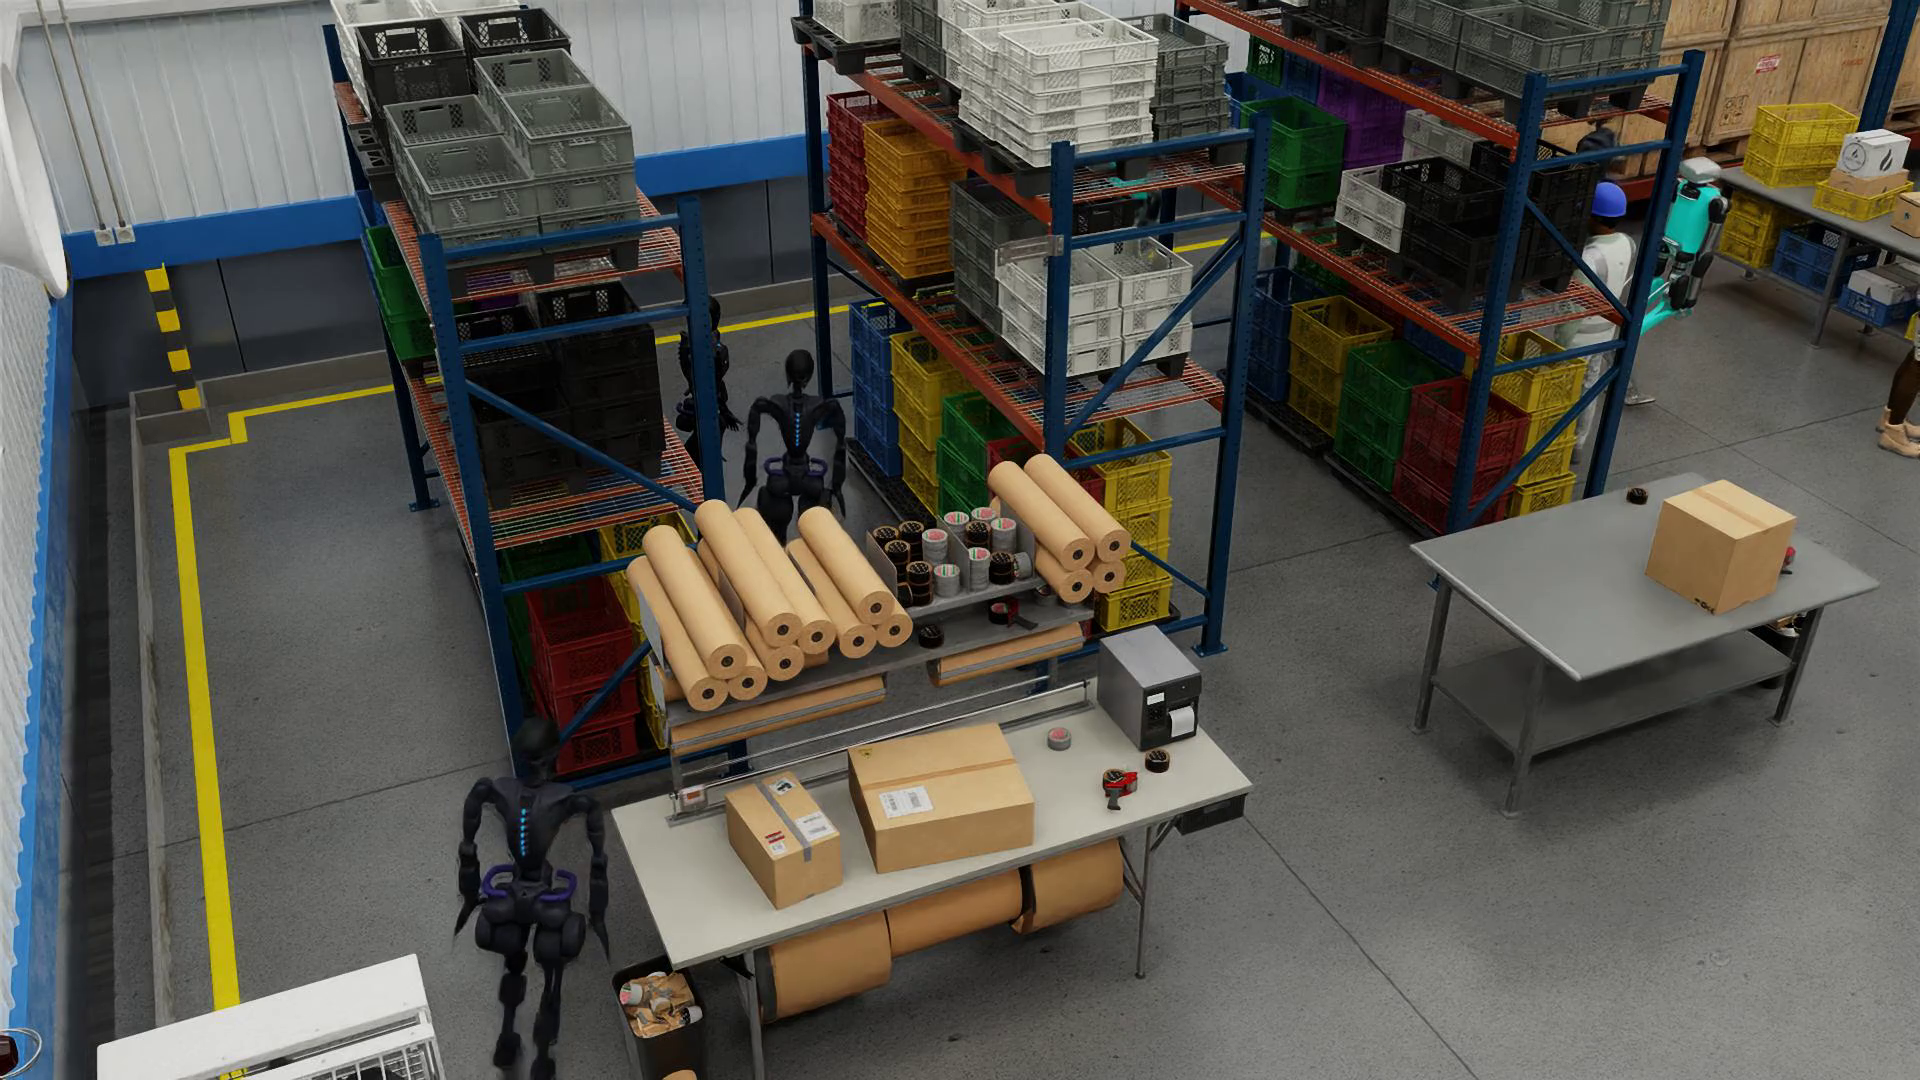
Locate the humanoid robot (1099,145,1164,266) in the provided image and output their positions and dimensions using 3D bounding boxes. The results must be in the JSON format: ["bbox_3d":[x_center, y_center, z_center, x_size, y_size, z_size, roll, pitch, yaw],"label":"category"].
[{"bbox_3d":[1.106,-2.150,12.116,0.530,1.852,0.704,25,40,35],"label":"humanoid robot"}]

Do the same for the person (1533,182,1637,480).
[{"bbox_3d":[3.920,-1.305,10.490,0.600,1.948,0.383,-28,41,-37],"label":"person"}]

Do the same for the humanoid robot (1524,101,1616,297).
[{"bbox_3d":[4.871,-2.627,12.932,0.778,1.620,0.591,23,38,33],"label":"humanoid robot"}]

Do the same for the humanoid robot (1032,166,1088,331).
[{"bbox_3d":[0.577,-2.244,12.243,0.680,1.839,0.533,-16,35,-24],"label":"humanoid robot"}]

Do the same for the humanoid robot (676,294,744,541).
[{"bbox_3d":[-1.465,-0.666,9.694,0.315,1.657,0.599,4,32,6],"label":"humanoid robot"}]

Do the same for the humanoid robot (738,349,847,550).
[{"bbox_3d":[-0.924,-0.303,9.147,0.616,1.637,0.609,-3,32,-4],"label":"humanoid robot"}]

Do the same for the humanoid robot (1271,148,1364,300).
[{"bbox_3d":[2.669,-2.495,12.666,0.793,1.799,0.549,19,36,28],"label":"humanoid robot"}]

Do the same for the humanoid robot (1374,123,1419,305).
[{"bbox_3d":[3.338,-2.378,12.530,0.602,1.645,0.608,23,39,33],"label":"humanoid robot"}]

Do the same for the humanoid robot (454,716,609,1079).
[{"bbox_3d":[-1.641,1.423,6.329,0.629,1.626,0.494,1,32,2],"label":"humanoid robot"}]

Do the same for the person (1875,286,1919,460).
[{"bbox_3d":[6.397,-1.521,10.752,0.395,2.043,0.607,15,35,23],"label":"person"}]

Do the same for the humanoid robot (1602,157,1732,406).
[{"bbox_3d":[4.663,-1.725,11.274,0.738,1.692,0.530,-10,33,-16],"label":"humanoid robot"}]
